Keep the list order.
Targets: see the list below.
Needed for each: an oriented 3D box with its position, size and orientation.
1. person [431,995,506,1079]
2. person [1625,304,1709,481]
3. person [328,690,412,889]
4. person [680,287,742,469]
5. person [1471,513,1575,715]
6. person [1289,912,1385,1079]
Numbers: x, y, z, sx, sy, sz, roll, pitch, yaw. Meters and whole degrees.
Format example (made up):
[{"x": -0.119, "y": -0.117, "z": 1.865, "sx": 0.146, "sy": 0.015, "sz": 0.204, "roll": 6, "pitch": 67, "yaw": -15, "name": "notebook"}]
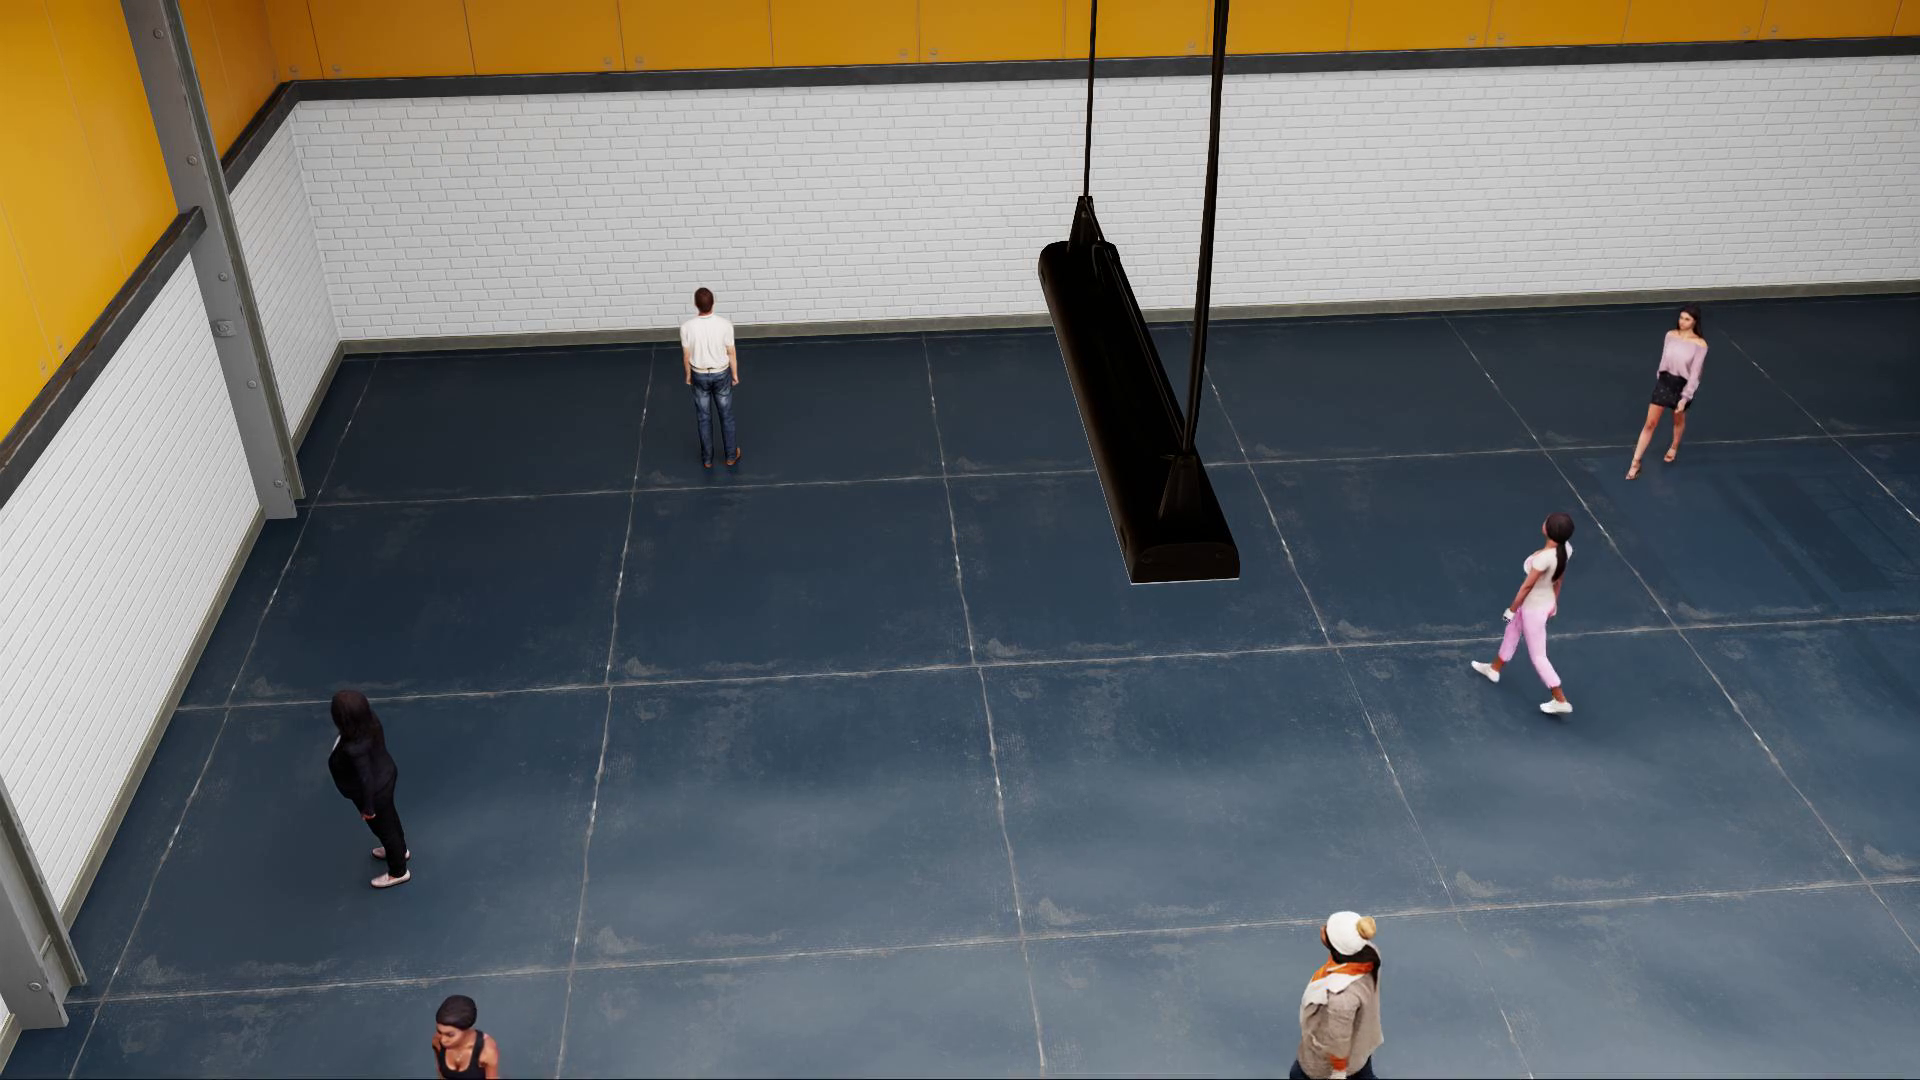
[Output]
[{"x": -2.600, "y": 3.046, "z": 9.143, "sx": 0.693, "sy": 1.686, "sz": 0.731, "roll": 10, "pitch": 35, "yaw": 14, "name": "person"}, {"x": 6.830, "y": -1.399, "z": 15.776, "sx": 1.115, "sy": 1.745, "sz": 1.133, "roll": -27, "pitch": 42, "yaw": -35, "name": "person"}, {"x": -3.981, "y": 1.659, "z": 11.293, "sx": 0.731, "sy": 1.617, "sz": 0.598, "roll": -7, "pitch": 34, "yaw": -11, "name": "person"}, {"x": -2.385, "y": -1.556, "z": 15.913, "sx": 0.653, "sy": 1.856, "sz": 0.551, "roll": -3, "pitch": 34, "yaw": -5, "name": "person"}, {"x": 4.513, "y": 0.593, "z": 12.817, "sx": 1.071, "sy": 1.705, "sz": 1.186, "roll": -29, "pitch": 43, "yaw": -36, "name": "person"}, {"x": 2.239, "y": 2.818, "z": 9.346, "sx": 1.174, "sy": 1.842, "sz": 1.217, "roll": 18, "pitch": 38, "yaw": 25, "name": "person"}]
